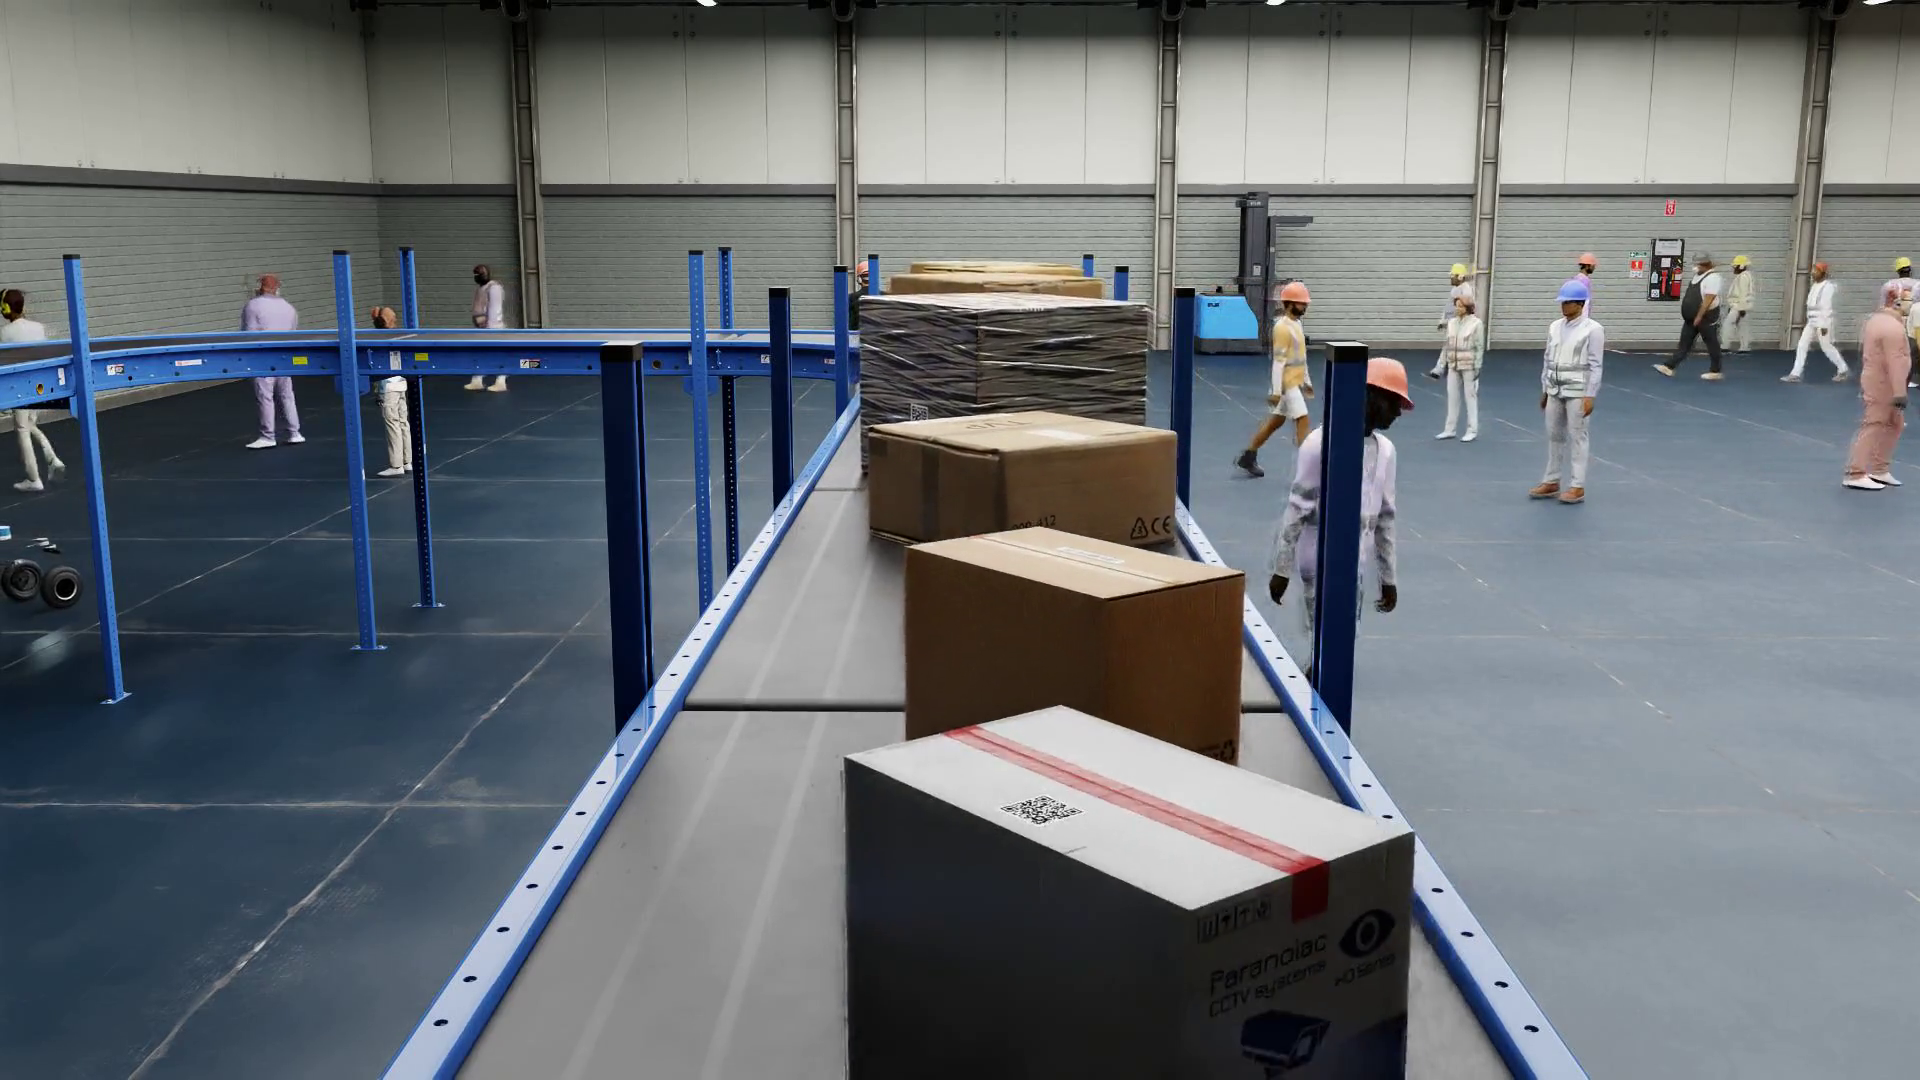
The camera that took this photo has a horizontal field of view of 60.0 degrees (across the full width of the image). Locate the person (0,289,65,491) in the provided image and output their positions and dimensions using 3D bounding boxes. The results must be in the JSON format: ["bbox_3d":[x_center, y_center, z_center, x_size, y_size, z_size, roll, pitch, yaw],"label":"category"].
[{"bbox_3d":[-8.565,-1.368,15.234,0.431,1.849,0.546,3,11,17],"label":"person"}]

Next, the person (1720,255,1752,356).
[{"bbox_3d":[14.039,-4.259,30.230,0.737,1.808,0.597,6,12,28],"label":"person"}]

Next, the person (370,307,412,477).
[{"bbox_3d":[-5.538,-1.441,16.168,0.310,1.638,0.522,1,11,3],"label":"person"}]

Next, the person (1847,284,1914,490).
[{"bbox_3d":[8.571,-1.397,15.308,0.658,1.882,0.674,3,11,16],"label":"person"}]

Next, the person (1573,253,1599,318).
[{"bbox_3d":[9.807,-3.540,26.190,0.378,1.932,0.551,1,11,4],"label":"person"}]

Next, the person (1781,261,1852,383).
[{"bbox_3d":[13.119,-3.310,25.270,0.957,1.847,0.580,0,11,2],"label":"person"}]

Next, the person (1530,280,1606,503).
[{"bbox_3d":[5.383,-1.315,14.721,0.401,1.946,0.612,-6,12,-27],"label":"person"}]

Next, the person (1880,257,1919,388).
[{"bbox_3d":[13.911,-3.187,24.508,0.406,1.894,0.703,-10,15,-42],"label":"person"}]

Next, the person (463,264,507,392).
[{"bbox_3d":[-6.884,-3.035,23.906,0.700,1.821,0.630,-10,15,-41],"label":"person"}]

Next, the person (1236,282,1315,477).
[{"bbox_3d":[3.105,-1.516,15.887,0.963,1.903,0.543,4,12,21],"label":"person"}]

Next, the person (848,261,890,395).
[{"bbox_3d":[-1.064,-2.242,19.390,0.609,1.986,0.390,-3,12,-17],"label":"person"}]

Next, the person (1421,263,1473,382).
[{"bbox_3d":[7.467,-3.299,25.315,0.895,1.788,0.593,1,11,6],"label":"person"}]

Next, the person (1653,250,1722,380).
[{"bbox_3d":[11.349,-3.473,25.681,1.042,2.000,0.697,0,11,-3],"label":"person"}]

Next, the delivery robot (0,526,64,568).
[{"bbox_3d":[-6.109,0.028,10.610,0.335,0.223,0.698,6,13,28],"label":"delivery robot"}]

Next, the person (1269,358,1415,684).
[{"bbox_3d":[1.711,0.128,7.482,0.630,1.875,0.497,-9,14,-40],"label":"person"}]

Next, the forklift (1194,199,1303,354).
[{"bbox_3d":[5.313,-4.851,30.603,1.873,2.768,1.129,0,11,1],"label":"forklift"}]

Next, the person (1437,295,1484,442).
[{"bbox_3d":[5.661,-1.939,18.740,0.310,1.640,0.522,-7,13,-33],"label":"person"}]

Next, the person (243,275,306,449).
[{"bbox_3d":[-7.574,-1.947,18.193,0.395,1.869,0.725,6,12,27],"label":"person"}]

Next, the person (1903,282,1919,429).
[{"bbox_3d":[11.372,-2.183,19.552,0.921,1.800,0.532,9,14,40],"label":"person"}]
